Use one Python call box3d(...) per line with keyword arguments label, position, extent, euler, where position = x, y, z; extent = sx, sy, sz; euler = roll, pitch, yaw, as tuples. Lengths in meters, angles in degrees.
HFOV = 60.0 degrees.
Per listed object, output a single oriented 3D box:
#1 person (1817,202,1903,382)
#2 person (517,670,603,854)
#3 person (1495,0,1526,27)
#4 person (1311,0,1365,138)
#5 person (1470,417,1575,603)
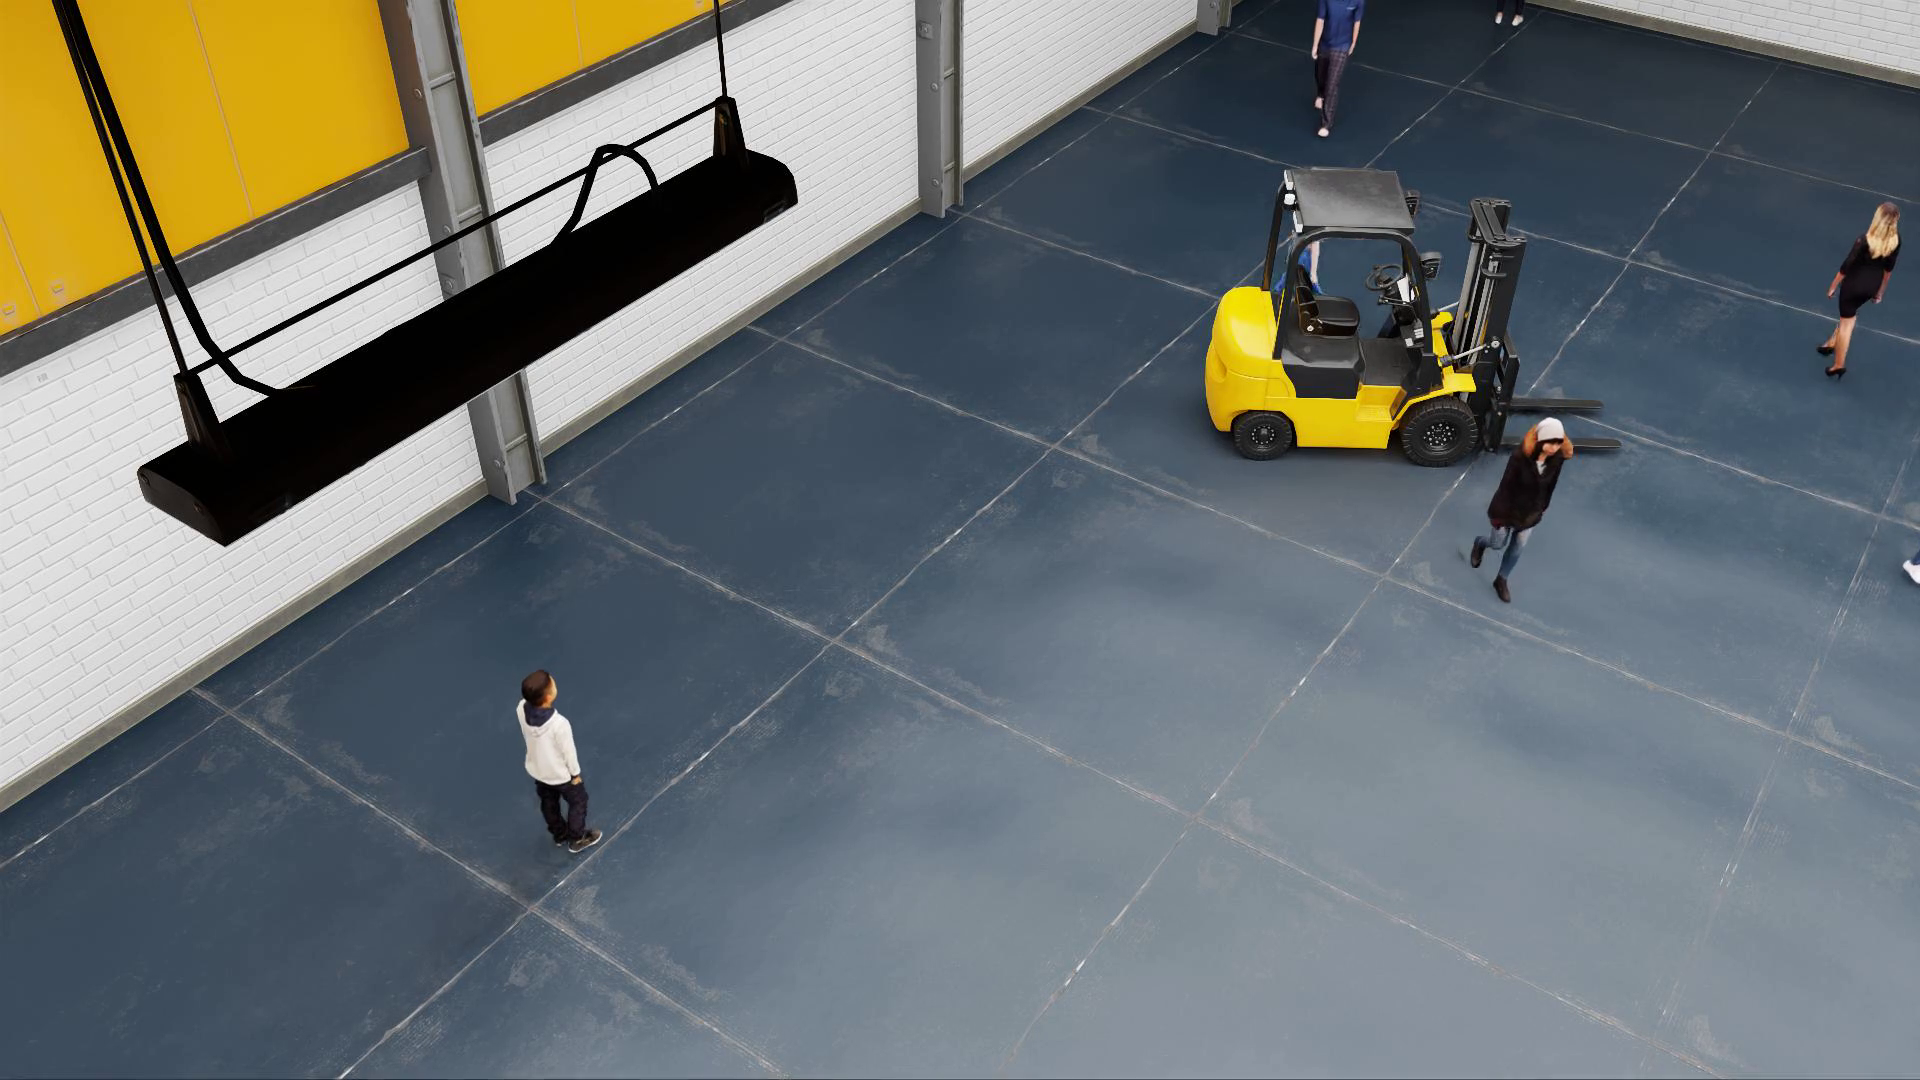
box3d(label="person", position=(7.842, -2.110, 14.424), extent=(0.806, 1.659, 0.868), euler=(-6, 39, -7))
box3d(label="person", position=(-2.542, 1.400, 10.198), extent=(0.623, 1.448, 0.592), euler=(19, 42, 22))
box3d(label="person", position=(7.062, -7.370, 20.977), extent=(0.658, 1.701, 0.602), euler=(16, 41, 19))
box3d(label="person", position=(4.164, -5.522, 18.555), extent=(0.846, 1.834, 1.234), euler=(14, 41, 17))
box3d(label="person", position=(4.062, -0.293, 12.185), extent=(0.879, 1.613, 0.949), euler=(-2, 39, -3))
